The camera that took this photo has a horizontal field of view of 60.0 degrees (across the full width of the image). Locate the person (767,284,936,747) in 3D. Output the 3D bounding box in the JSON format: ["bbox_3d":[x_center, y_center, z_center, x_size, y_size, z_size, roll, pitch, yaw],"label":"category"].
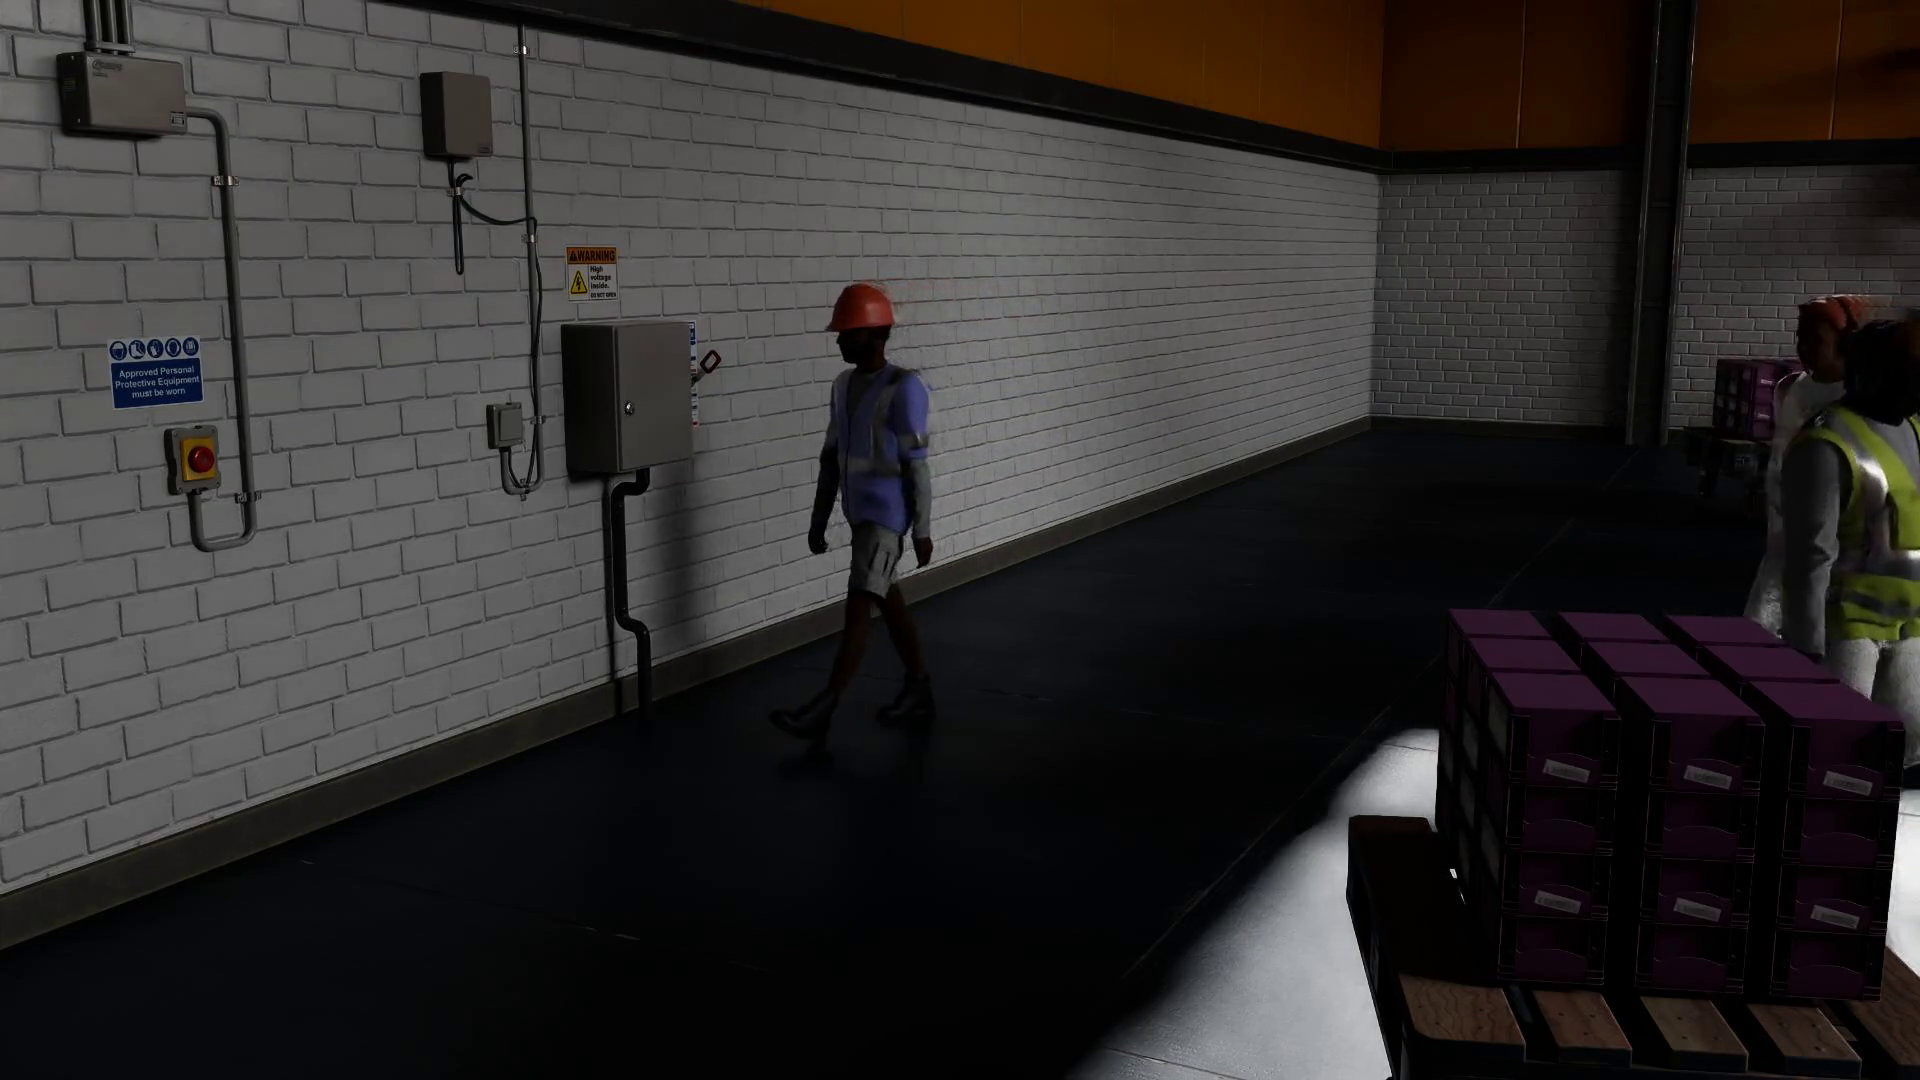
[{"bbox_3d":[-0.443,-0.104,6.922,0.953,1.883,0.561,-7,12,-35],"label":"person"}]

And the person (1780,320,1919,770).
[{"bbox_3d":[2.720,0.249,5.051,0.644,1.828,0.445,-6,12,-32],"label":"person"}]

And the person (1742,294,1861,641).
[{"bbox_3d":[3.259,0.004,6.355,0.502,1.864,0.571,-4,11,-24],"label":"person"}]
